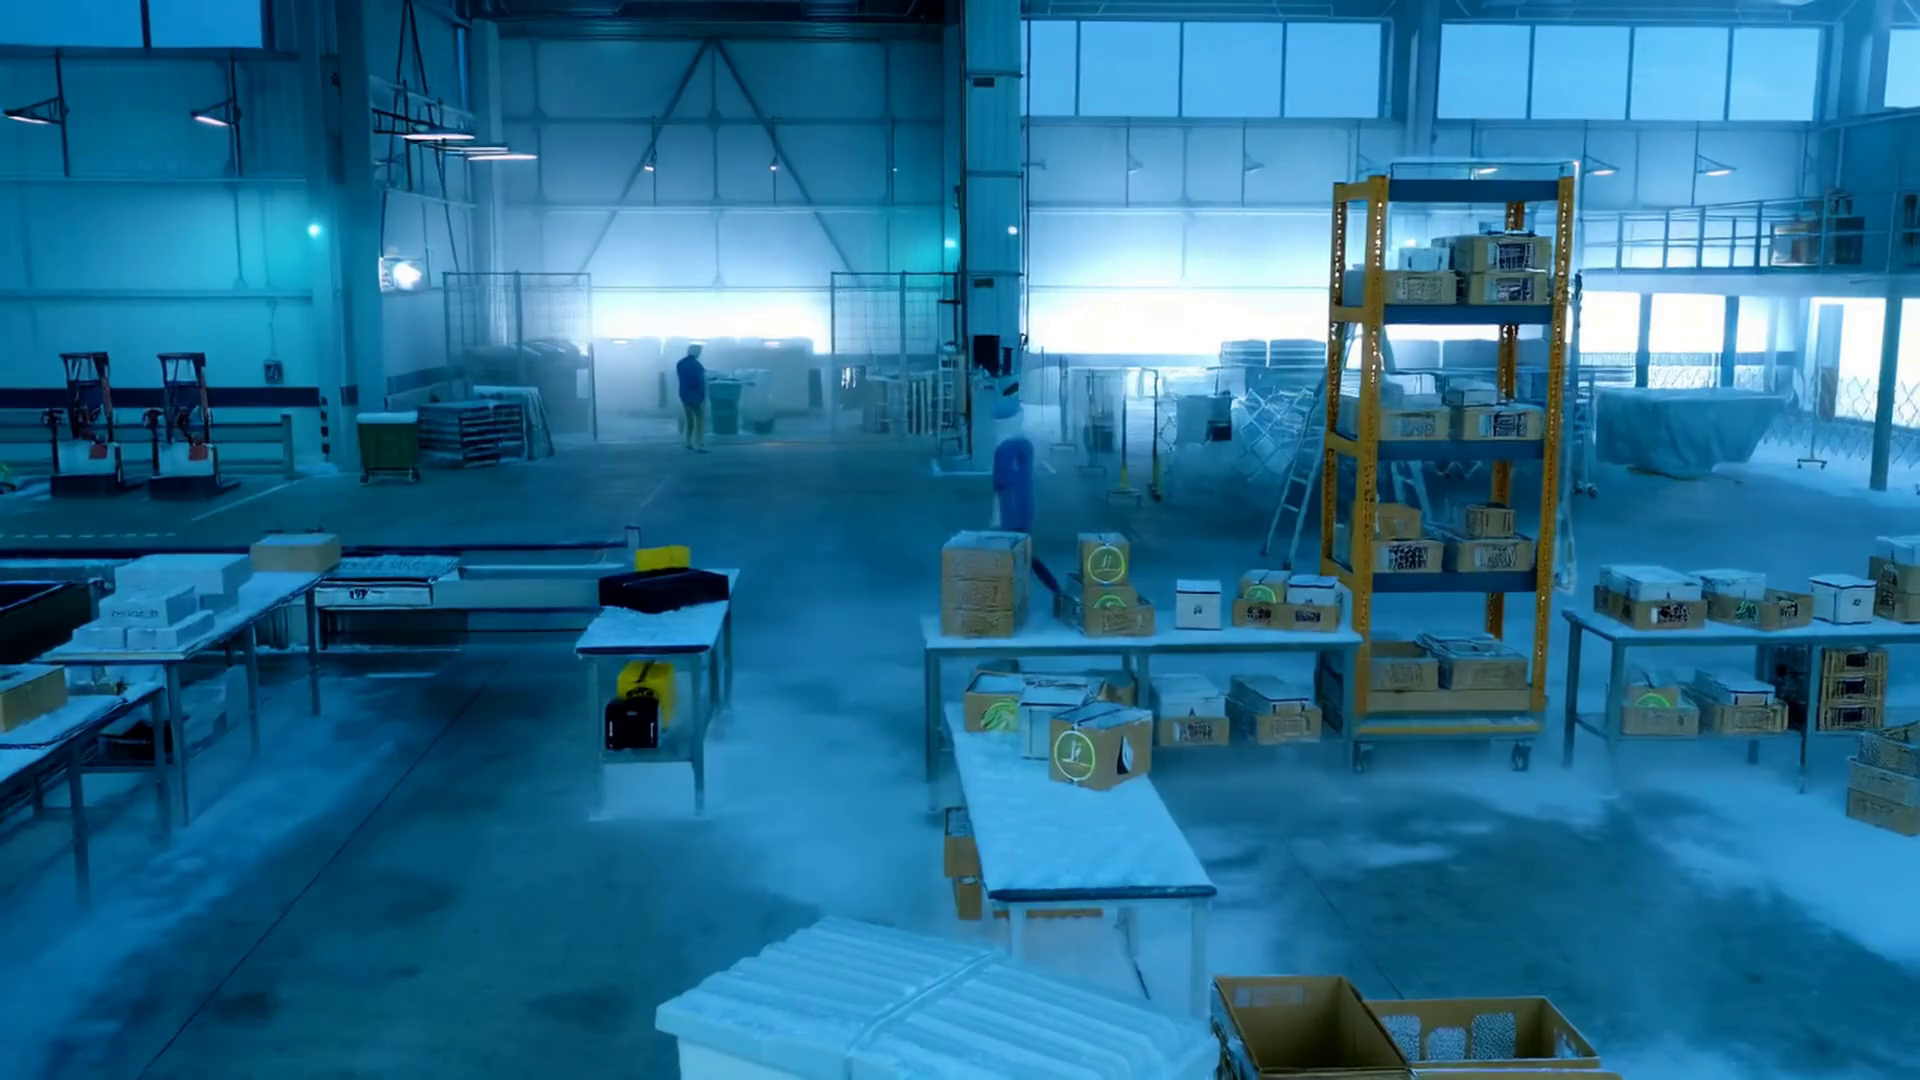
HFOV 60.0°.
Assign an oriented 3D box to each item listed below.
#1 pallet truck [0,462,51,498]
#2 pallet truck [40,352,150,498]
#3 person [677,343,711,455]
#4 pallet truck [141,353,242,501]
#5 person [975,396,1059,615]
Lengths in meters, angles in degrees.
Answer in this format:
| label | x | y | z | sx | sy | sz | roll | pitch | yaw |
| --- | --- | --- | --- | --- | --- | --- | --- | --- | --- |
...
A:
| label | x | y | z | sx | sy | sz | roll | pitch | yaw |
| --- | --- | --- | --- | --- | --- | --- | --- | --- | --- |
| pallet truck | -13.193 | -1.293 | 23.148 | 0.653 | 1.274 | 1.630 | -1 | 9 | -4 |
| pallet truck | -11.907 | -1.642 | 23.165 | 0.823 | 1.965 | 1.885 | 0 | 9 | 0 |
| person | -4.473 | -2.383 | 28.147 | 0.458 | 1.892 | 0.663 | -8 | 12 | -42 |
| pallet truck | -10.520 | -1.604 | 22.925 | 0.823 | 1.965 | 1.885 | -1 | 9 | -6 |
| person | 0.523 | -0.237 | 14.357 | 0.983 | 2.009 | 0.611 | 6 | 11 | 31 |
